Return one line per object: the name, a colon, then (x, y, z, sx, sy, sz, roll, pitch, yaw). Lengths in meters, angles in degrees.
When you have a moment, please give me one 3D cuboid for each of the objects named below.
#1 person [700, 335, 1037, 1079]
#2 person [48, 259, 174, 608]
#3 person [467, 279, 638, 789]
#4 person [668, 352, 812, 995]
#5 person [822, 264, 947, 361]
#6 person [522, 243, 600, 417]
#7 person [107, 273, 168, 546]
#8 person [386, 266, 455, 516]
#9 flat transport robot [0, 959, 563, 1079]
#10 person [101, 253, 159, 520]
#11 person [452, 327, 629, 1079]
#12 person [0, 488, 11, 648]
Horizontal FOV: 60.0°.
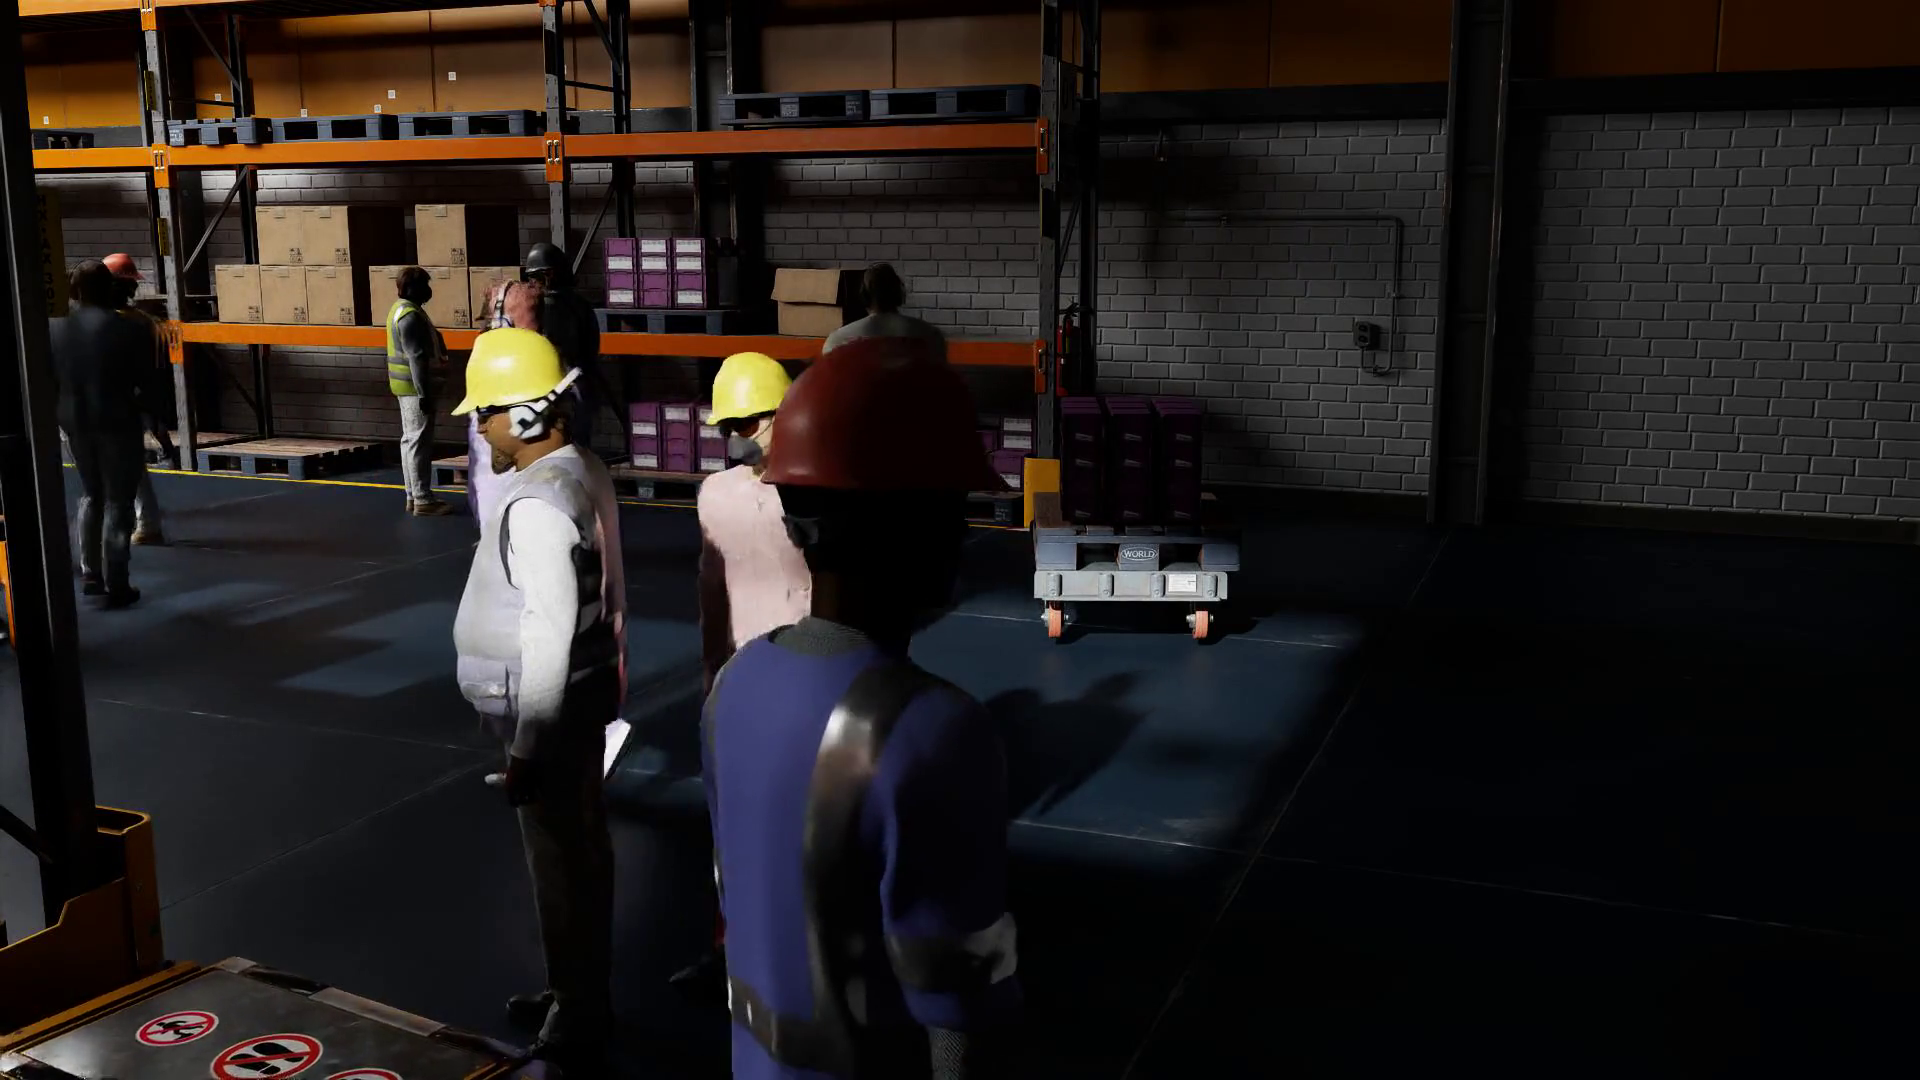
person: (-0.126, 0.727, 1.945, 0.749, 1.918, 0.587, -6, 12, -29)
person: (-4.744, -0.589, 9.261, 0.643, 1.920, 0.502, 0, 10, -2)
person: (-1.470, 0.024, 5.938, 0.578, 1.892, 0.659, 2, 10, 12)
person: (-0.474, 0.367, 4.471, 0.540, 1.735, 0.580, 4, 11, 23)
person: (-0.400, -0.455, 8.579, 0.653, 1.900, 0.895, -2, 10, -10)
person: (-2.600, -0.889, 10.611, 0.535, 2.000, 0.686, 3, 11, 17)
person: (-5.666, -0.861, 11.061, 0.766, 1.816, 0.650, 1, 10, 7)
person: (-4.010, -1.102, 12.354, 0.429, 1.845, 0.627, -5, 11, -26)
flat transport robot: (-1.607, 1.232, 3.725, 1.431, 0.197, 0.652, 6, 12, 30)
person: (-6.102, -1.118, 12.175, 0.376, 1.935, 0.550, -3, 11, -16)
person: (-1.008, 0.401, 4.035, 0.403, 1.823, 0.588, -1, 10, -5)
person: (-4.956, -0.361, 8.399, 0.931, 1.782, 0.600, 9, 14, 42)
